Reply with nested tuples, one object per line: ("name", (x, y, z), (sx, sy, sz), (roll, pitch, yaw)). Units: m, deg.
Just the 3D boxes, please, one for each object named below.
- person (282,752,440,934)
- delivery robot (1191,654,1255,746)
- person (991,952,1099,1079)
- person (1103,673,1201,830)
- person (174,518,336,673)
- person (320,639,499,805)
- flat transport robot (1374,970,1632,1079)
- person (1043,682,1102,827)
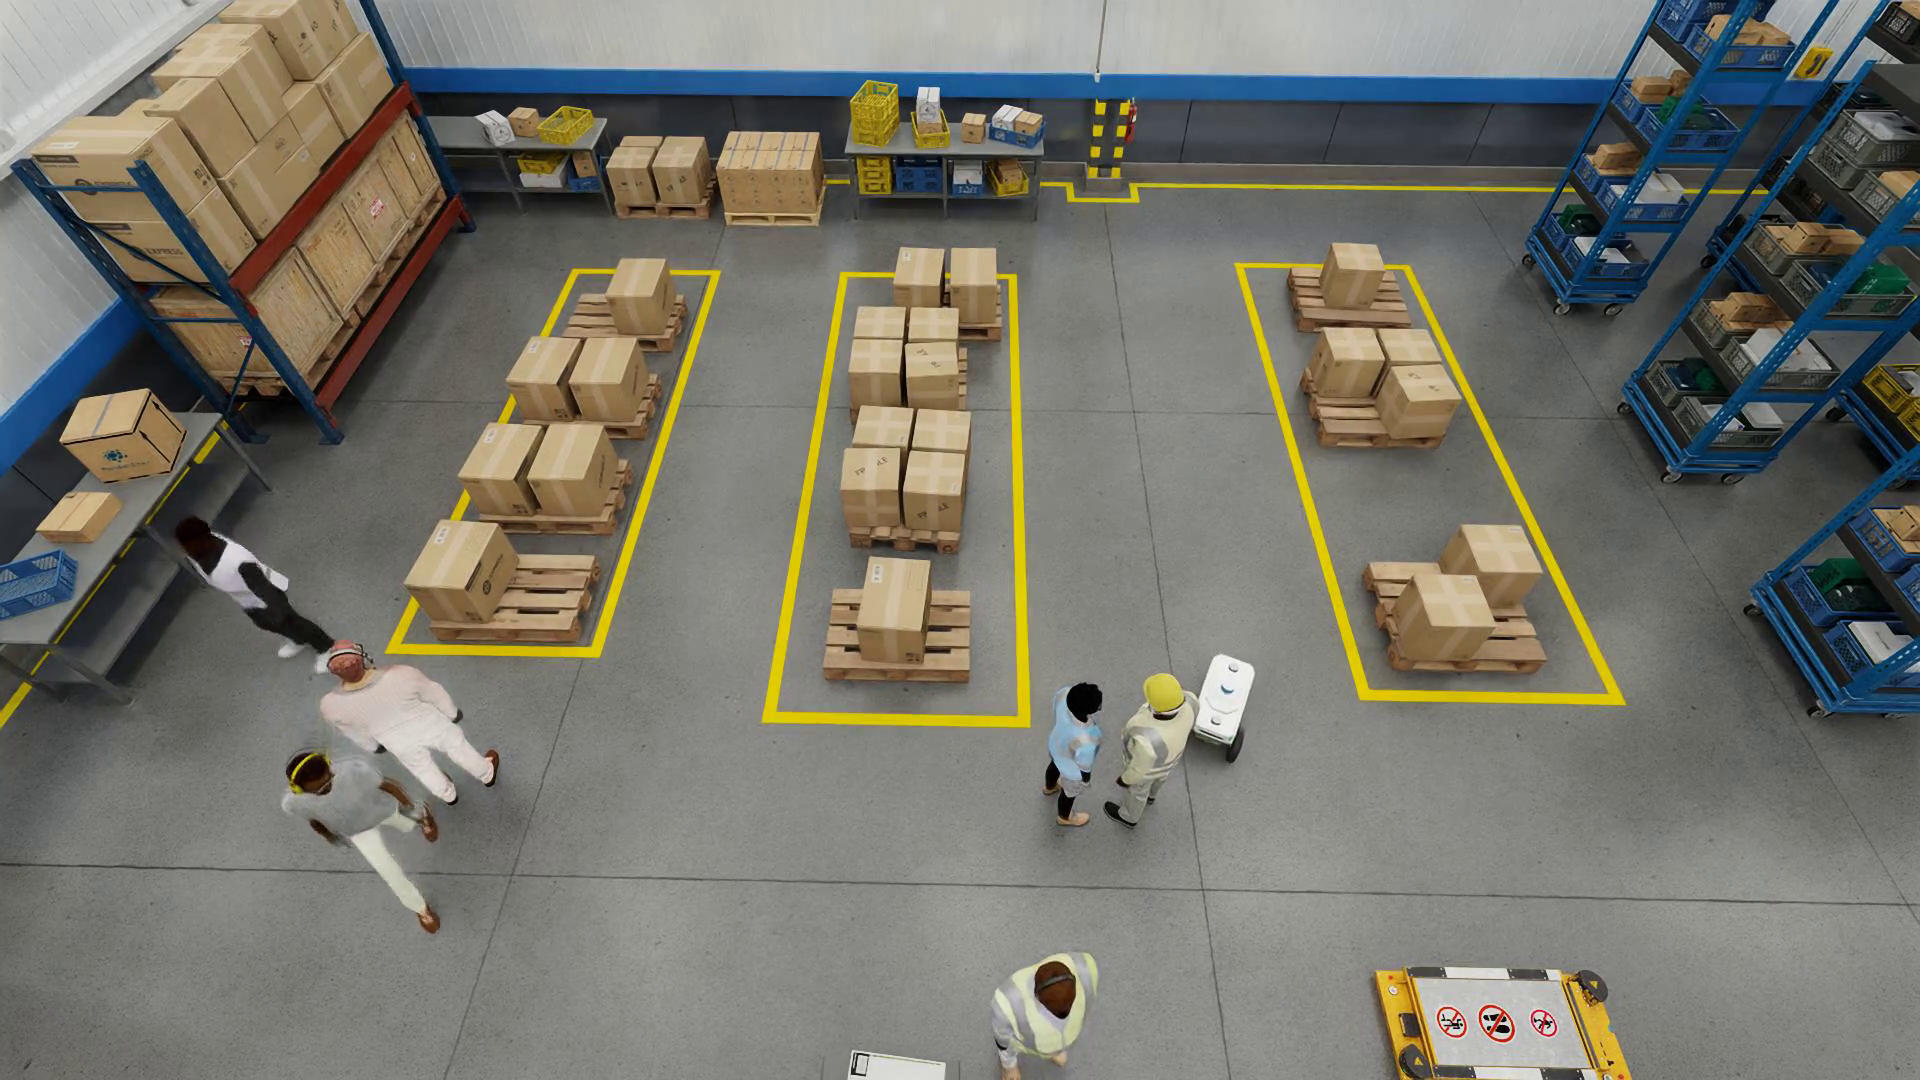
("person", (-3.867, 1.820, 6.007), (0.545, 1.813, 0.941), (-32, 57, -23))
("delivery robot", (2.061, 1.257, 7.203), (0.477, 0.478, 0.707), (20, 54, 16))
("person", (0.477, 2.740, 5.229), (0.624, 1.844, 0.430), (-18, 53, -14))
("person", (1.295, 1.454, 6.288), (0.403, 1.824, 0.586), (37, 60, 26))
("person", (-5.409, 0.426, 7.091), (0.657, 1.889, 0.369), (16, 53, 13))
("person", (-3.825, 1.274, 6.381), (0.639, 1.910, 0.407), (-22, 54, -17))
("flat transport robot", (3.501, 3.133, 5.914), (1.431, 0.197, 0.652), (1, 51, 1))
("person", (0.784, 1.478, 6.349), (0.318, 1.697, 0.533), (-13, 52, -11))
